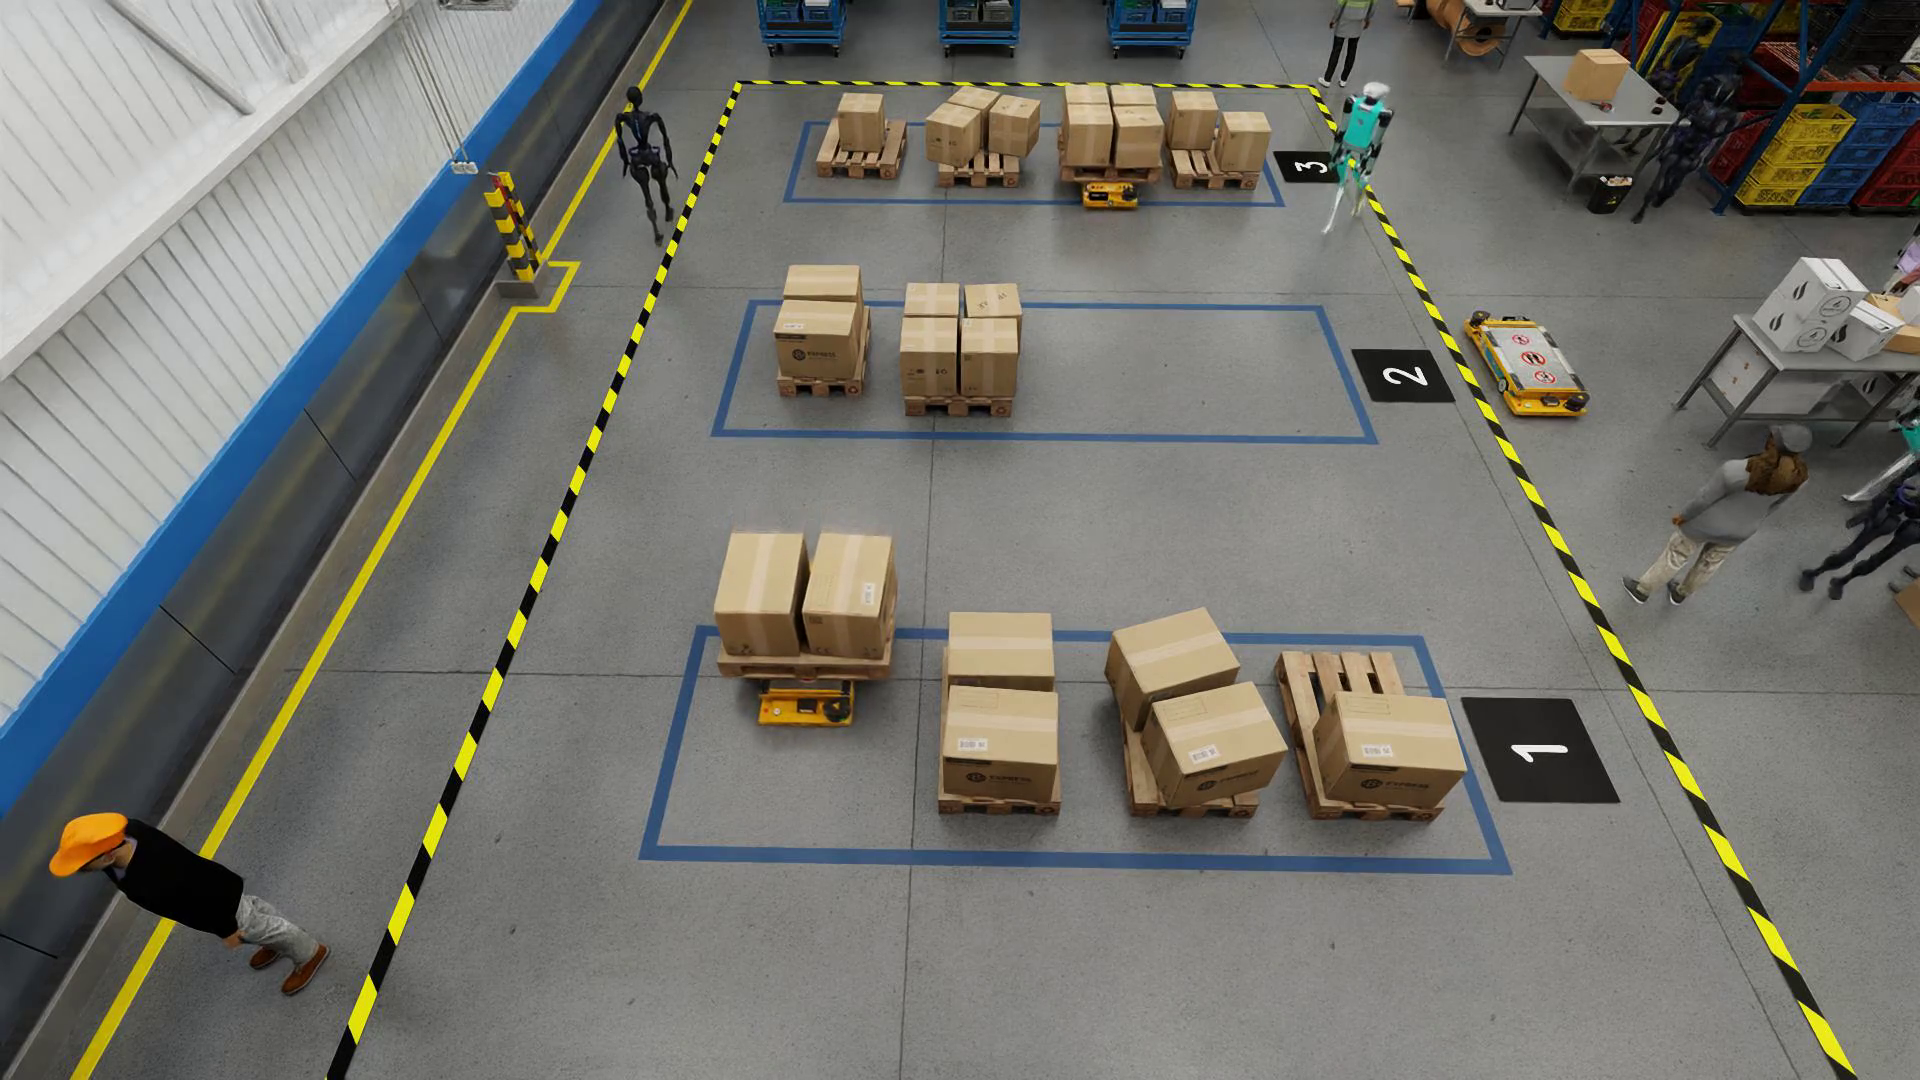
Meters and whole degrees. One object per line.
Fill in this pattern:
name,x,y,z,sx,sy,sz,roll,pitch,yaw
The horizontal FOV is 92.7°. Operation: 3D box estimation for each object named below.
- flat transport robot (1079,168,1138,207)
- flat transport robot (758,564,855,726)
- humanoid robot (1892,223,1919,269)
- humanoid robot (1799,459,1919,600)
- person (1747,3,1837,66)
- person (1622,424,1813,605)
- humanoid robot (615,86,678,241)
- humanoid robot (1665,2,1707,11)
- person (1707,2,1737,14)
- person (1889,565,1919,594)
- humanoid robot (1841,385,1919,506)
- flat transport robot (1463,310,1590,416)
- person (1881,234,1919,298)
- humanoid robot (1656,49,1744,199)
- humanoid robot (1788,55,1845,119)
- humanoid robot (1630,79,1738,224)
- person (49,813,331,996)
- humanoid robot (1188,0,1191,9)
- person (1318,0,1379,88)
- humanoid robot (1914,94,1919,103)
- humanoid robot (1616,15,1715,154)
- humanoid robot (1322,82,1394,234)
flat transport robot,1.838,-4.650,11.539,0.652,0.197,1.431,1,49,1
flat transport robot,-1.085,0.723,6.889,0.652,0.197,1.431,1,49,1
humanoid robot,9.493,-2.730,8.839,0.735,1.673,0.533,-10,50,-9
humanoid robot,6.978,-0.139,6.724,0.599,1.656,0.340,22,53,18
person,12.198,-7.682,13.095,0.986,1.913,0.599,16,51,13
person,5.520,-0.136,6.657,0.562,1.769,0.392,6,49,5
humanoid robot,-3.523,-4.237,10.313,0.608,1.644,0.782,-7,49,-6
humanoid robot,10.630,-7.906,13.441,0.326,1.654,0.590,-23,53,-18
person,10.957,-7.757,13.215,0.404,1.829,0.589,9,50,8
person,7.692,-0.227,6.628,0.602,1.939,0.411,-31,56,-24
humanoid robot,7.886,-0.835,7.345,0.834,1.876,0.556,-6,49,-5
flat transport robot,5.573,-1.757,9.054,0.659,0.231,1.431,1,49,1
person,8.953,-2.575,8.590,0.373,2.044,0.606,33,57,25
humanoid robot,8.728,-4.907,10.855,0.601,1.649,0.335,-6,49,-6
humanoid robot,11.295,-6.113,11.895,0.352,1.647,0.588,-6,49,-5
humanoid robot,8.302,-4.462,10.470,0.598,1.625,0.634,31,56,24
person,-3.978,1.906,4.816,0.587,1.884,0.361,25,54,20
humanoid robot,3.756,-9.404,14.736,0.602,1.643,0.368,29,55,23
person,5.485,-7.318,12.820,0.589,1.852,0.368,0,49,0
humanoid robot,13.277,-6.354,12.078,0.947,1.778,0.551,-21,52,-17
humanoid robot,8.897,-5.720,11.554,0.360,1.641,0.613,-10,50,-8
humanoid robot,4.527,-4.318,10.343,0.553,1.827,0.910,35,58,26
